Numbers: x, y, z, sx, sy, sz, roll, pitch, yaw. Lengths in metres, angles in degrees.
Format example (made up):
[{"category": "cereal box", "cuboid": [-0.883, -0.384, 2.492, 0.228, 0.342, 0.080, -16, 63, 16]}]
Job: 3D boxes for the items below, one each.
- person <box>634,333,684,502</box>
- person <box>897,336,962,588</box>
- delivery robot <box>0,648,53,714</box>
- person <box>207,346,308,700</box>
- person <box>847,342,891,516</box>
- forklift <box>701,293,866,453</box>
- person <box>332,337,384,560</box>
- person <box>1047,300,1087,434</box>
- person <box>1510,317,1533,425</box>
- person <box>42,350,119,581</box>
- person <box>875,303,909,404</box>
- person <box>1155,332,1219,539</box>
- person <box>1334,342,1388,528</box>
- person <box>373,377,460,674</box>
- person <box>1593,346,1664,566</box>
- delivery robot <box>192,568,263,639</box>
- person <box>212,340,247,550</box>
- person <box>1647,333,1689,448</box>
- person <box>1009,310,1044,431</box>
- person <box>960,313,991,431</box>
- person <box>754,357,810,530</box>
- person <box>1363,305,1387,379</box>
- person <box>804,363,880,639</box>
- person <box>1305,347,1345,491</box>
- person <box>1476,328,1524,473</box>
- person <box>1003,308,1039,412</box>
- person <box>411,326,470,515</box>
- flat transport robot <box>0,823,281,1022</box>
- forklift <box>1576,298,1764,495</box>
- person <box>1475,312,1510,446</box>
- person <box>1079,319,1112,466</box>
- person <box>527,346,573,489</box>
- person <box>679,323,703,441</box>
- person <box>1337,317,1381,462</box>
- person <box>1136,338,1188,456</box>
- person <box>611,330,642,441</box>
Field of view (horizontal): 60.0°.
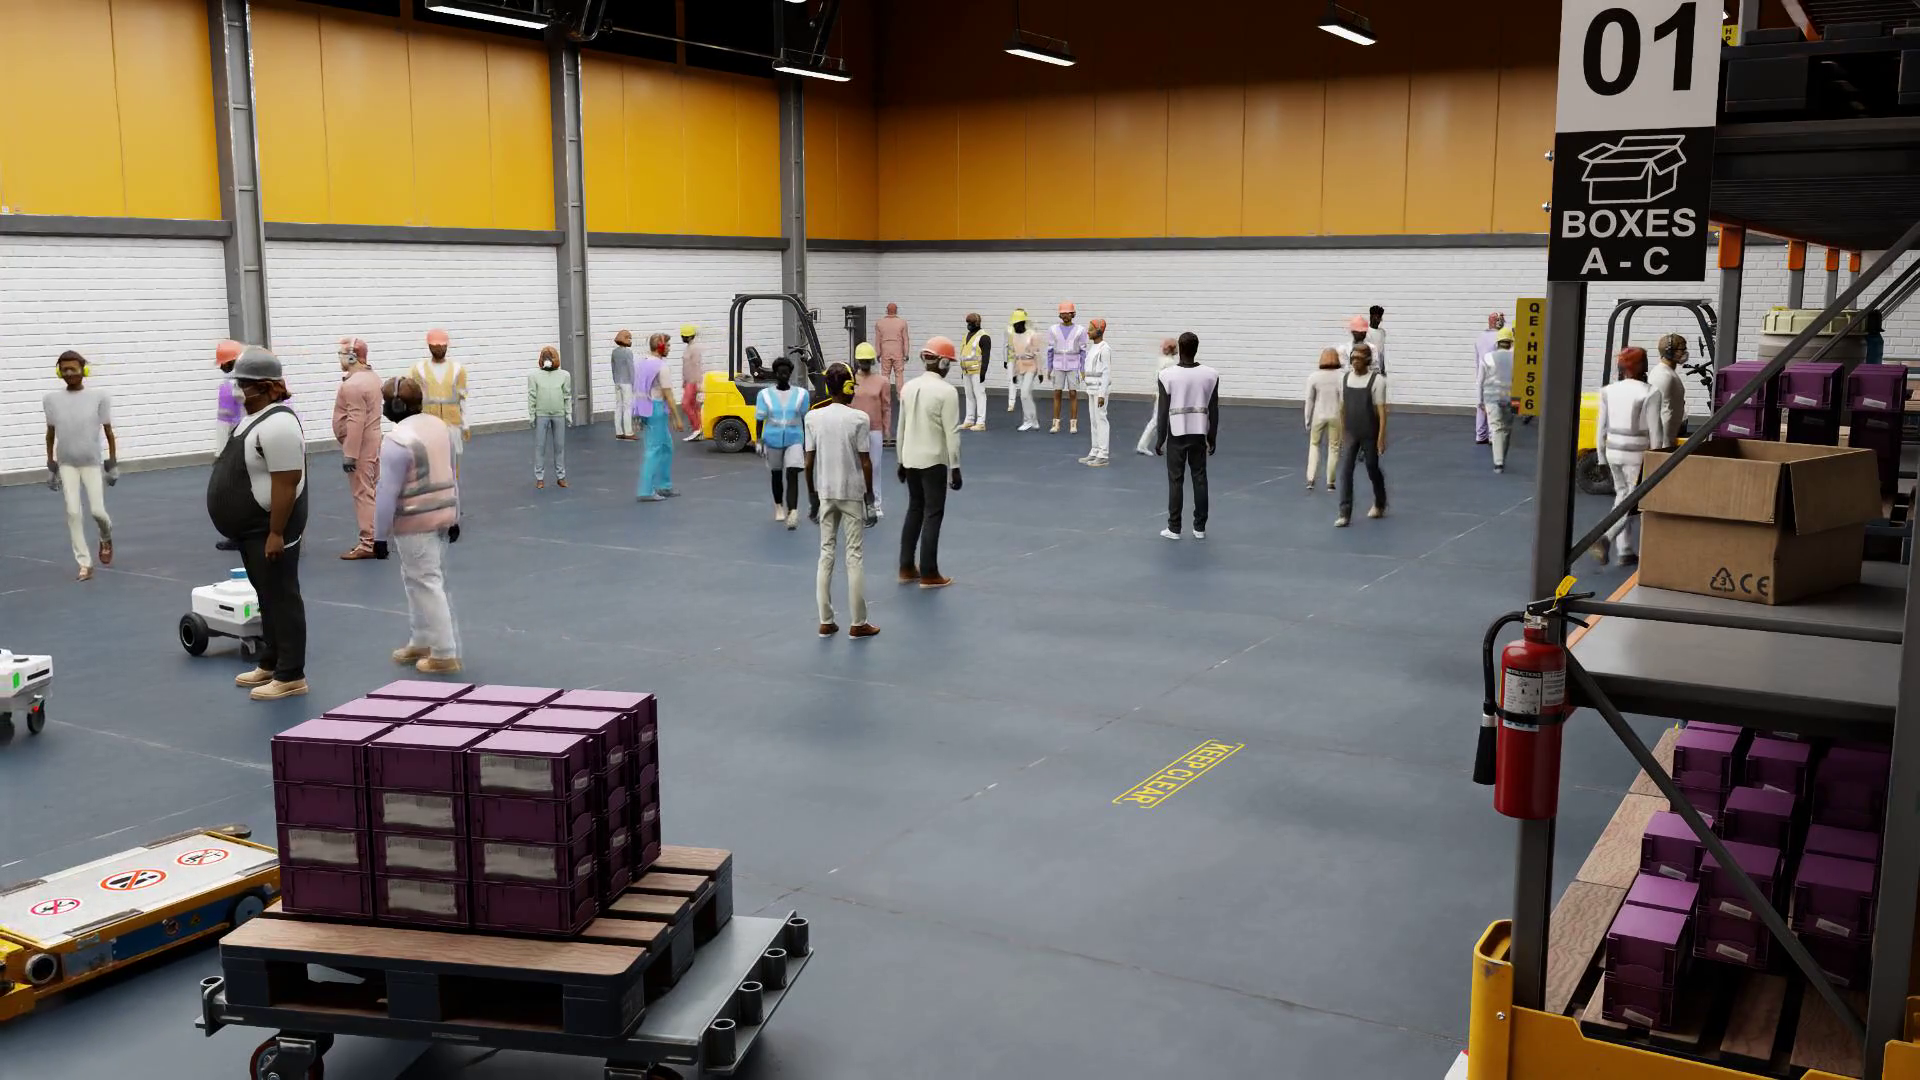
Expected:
[{"category": "person", "cuboid": [-3.193, -1.320, 17.961, 0.715, 1.818, 0.580, -5, 11, -31]}, {"category": "person", "cuboid": [-0.212, -0.613, 13.089, 0.464, 1.971, 0.646, -8, 12, -41]}, {"category": "delivery robot", "cuboid": [-5.194, 0.731, 8.787, 0.707, 0.478, 0.477, 1, 9, 5]}, {"category": "person", "cuboid": [-4.072, -0.103, 9.664, 0.538, 2.000, 0.683, -6, 11, -33]}, {"category": "person", "cuboid": [-0.962, -1.112, 16.822, 0.533, 1.767, 0.326, -1, 9, -4]}, {"category": "forklift", "cuboid": [-2.458, -2.344, 23.176, 2.313, 2.155, 1.214, 0, 9, -2]}, {"category": "person", "cuboid": [-5.190, -0.789, 14.352, 0.410, 1.912, 0.641, -1, 9, -4]}, {"category": "person", "cuboid": [1.631, -2.644, 25.512, 0.605, 2.045, 0.377, 2, 9, 12]}, {"category": "person", "cuboid": [8.921, -2.684, 26.577, 0.628, 1.794, 0.814, 7, 11, 36]}, {"category": "person", "cuboid": [-7.112, -0.616, 13.455, 0.516, 1.855, 0.602, -3, 10, -18]}, {"category": "person", "cuboid": [-1.271, -3.528, 31.459, 0.654, 1.906, 0.408, 2, 9, 10]}, {"category": "person", "cuboid": [2.106, -0.963, 15.410, 0.597, 1.918, 0.383, -2, 9, -11]}, {"category": "person", "cuboid": [3.972, -1.049, 16.321, 0.519, 1.810, 0.934, 7, 11, 36]}, {"category": "person", "cuboid": [-3.377, -0.085, 10.210, 0.682, 1.827, 0.671, 2, 9, 13]}, {"category": "person", "cuboid": [5.514, -0.677, 13.811, 0.707, 1.861, 0.587, -5, 10, -28]}, {"category": "delivery robot", "cuboid": [-4.617, 0.426, 10.691, 0.707, 0.478, 0.477, 7, 12, 37]}, {"category": "person", "cuboid": [-6.177, -0.803, 14.528, 0.884, 1.899, 0.532, 2, 9, 11]}, {"category": "person", "cuboid": [6.210, -0.854, 14.670, 0.371, 1.940, 0.630, 3, 10, 20]}, {"category": "person", "cuboid": [1.013, -2.645, 26.036, 0.663, 1.879, 0.616, -7, 12, -38]}, {"category": "person", "cuboid": [0.213, -2.639, 26.120, 0.429, 1.843, 0.627, -6, 11, -35]}, {"category": "person", "cuboid": [-1.725, -0.953, 16.176, 0.544, 1.652, 0.864, -1, 9, -6]}, {"category": "person", "cuboid": [6.503, -2.720, 26.249, 0.603, 1.959, 0.379, -6, 11, -33]}, {"category": "person", "cuboid": [-0.796, -0.262, 11.211, 0.517, 1.865, 0.327, 3, 10, 21]}, {"category": "person", "cuboid": [4.156, -1.353, 18.754, 0.521, 1.632, 0.342, 3, 9, 15]}, {"category": "person", "cuboid": [6.735, -1.741, 20.708, 0.581, 1.785, 0.907, 1, 9, 4]}, {"category": "person", "cuboid": [1.080, -3.195, 29.582, 0.636, 1.842, 0.429, 1, 9, 3]}, {"category": "person", "cuboid": [-5.244, -1.194, 16.807, 0.547, 1.940, 0.377, -4, 10, -22]}, {"category": "flat transport robot", "cuboid": [-3.077, 1.356, 6.062, 0.652, 0.197, 1.431, 5, 11, 30]}, {"category": "forklift", "cuboid": [7.954, -1.589, 18.462, 2.313, 2.155, 1.214, 5, 11, 30]}, {"category": "person", "cuboid": [7.647, -2.303, 23.807, 0.406, 1.911, 0.639, -3, 10, -18]}, {"category": "person", "cuboid": [1.753, -1.886, 21.285, 0.356, 1.883, 0.573, -2, 9, -13]}, {"category": "person", "cuboid": [-4.696, -1.407, 19.066, 0.497, 1.633, 0.279, -4, 10, -23]}, {"category": "person", "cuboid": [-3.939, -2.284, 24.209, 0.408, 1.730, 0.571, -5, 10, -28]}, {"category": "person", "cuboid": [5.262, -1.987, 21.912, 0.564, 1.885, 0.988, -2, 9, -14]}, {"category": "person", "cuboid": [2.785, -1.912, 22.340, 0.858, 1.601, 0.512, -1, 9, -9]}, {"category": "person", "cuboid": [-4.941, -2.281, 24.524, 0.498, 1.633, 0.282, 9, 12, 43]}]
